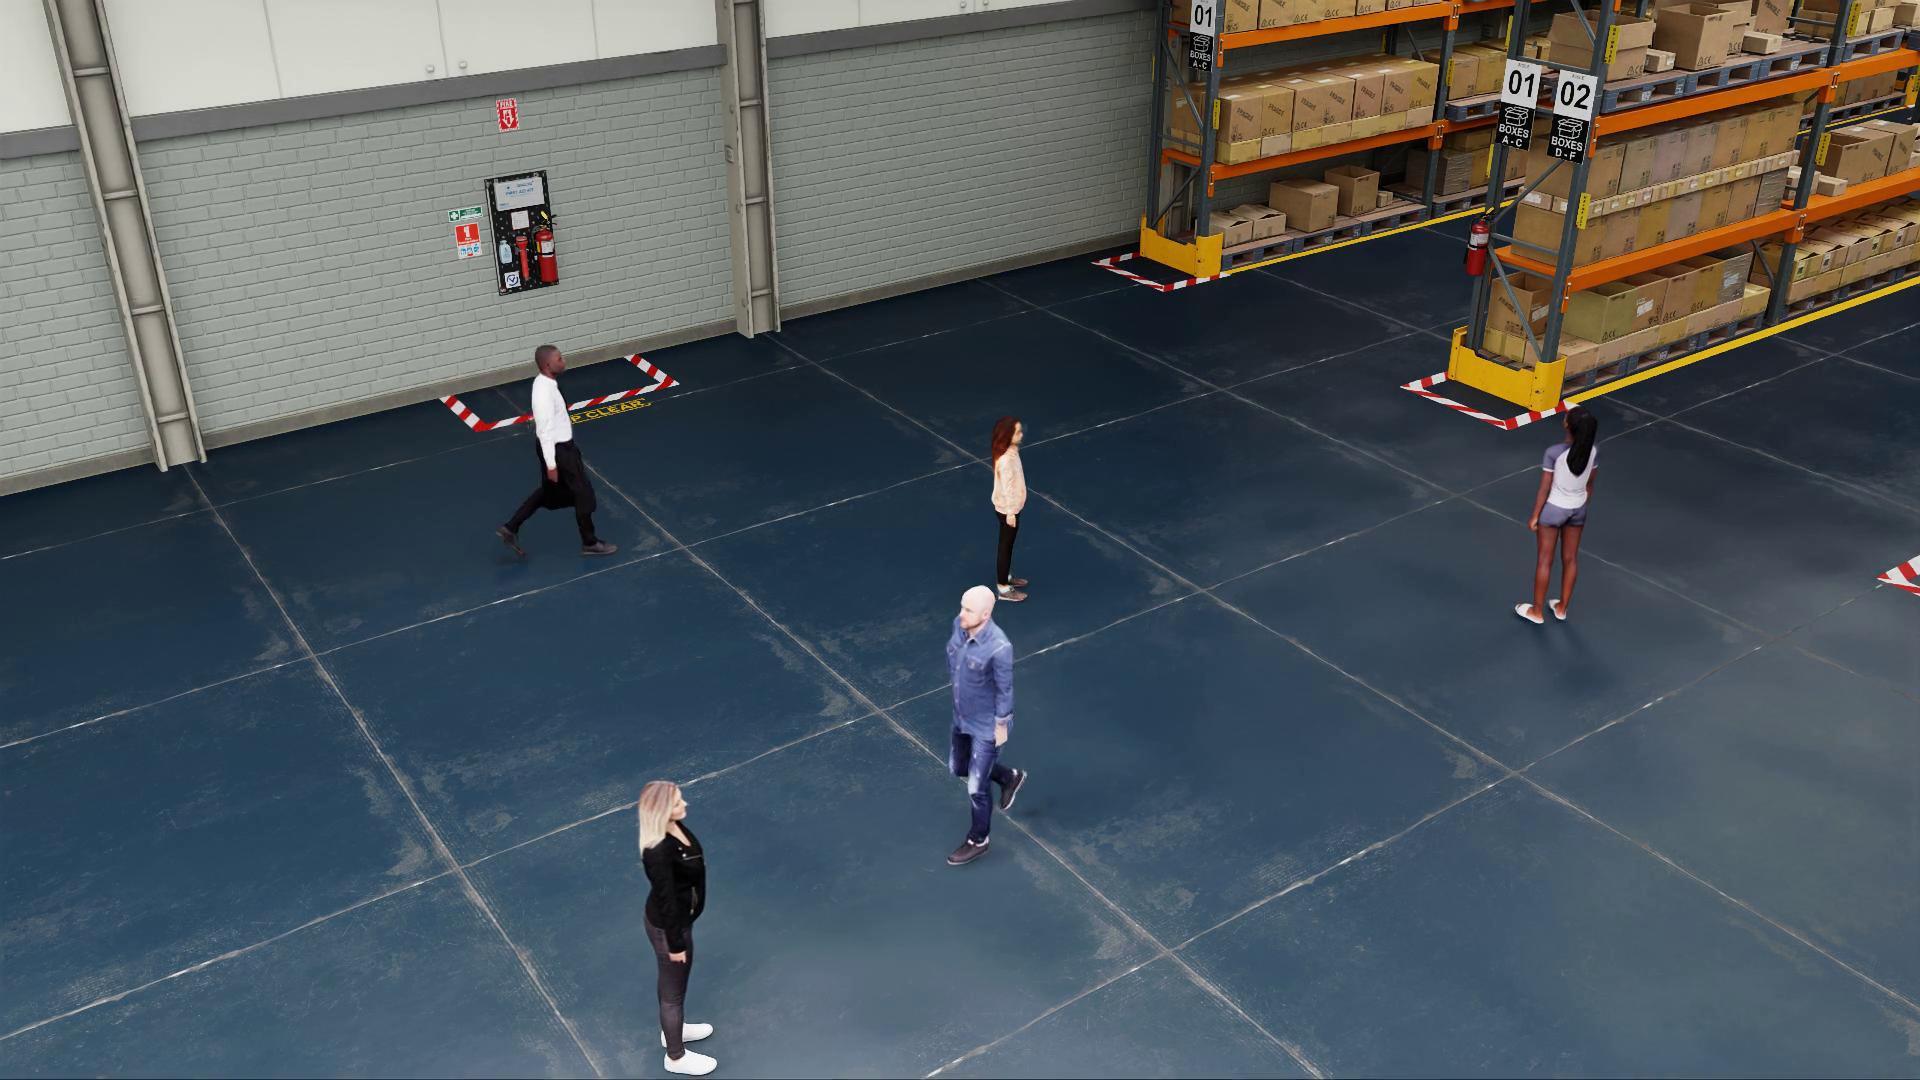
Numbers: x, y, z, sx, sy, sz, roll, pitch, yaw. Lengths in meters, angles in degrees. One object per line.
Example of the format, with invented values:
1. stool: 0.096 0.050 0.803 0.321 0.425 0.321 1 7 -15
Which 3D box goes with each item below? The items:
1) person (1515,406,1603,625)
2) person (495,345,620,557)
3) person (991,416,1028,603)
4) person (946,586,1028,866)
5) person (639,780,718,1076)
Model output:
1. person: 4.445 -0.190 12.284 0.630 1.721 0.749 -6 28 -11
2. person: -3.281 -0.653 13.096 1.270 1.801 0.948 -7 28 -13
3. person: 0.375 -0.258 12.675 0.691 1.484 0.646 2 27 4
4. person: 0.170 1.047 9.782 0.903 1.812 0.724 -19 33 -32
5. person: -1.438 1.904 8.256 0.686 1.685 0.685 -4 27 -7
